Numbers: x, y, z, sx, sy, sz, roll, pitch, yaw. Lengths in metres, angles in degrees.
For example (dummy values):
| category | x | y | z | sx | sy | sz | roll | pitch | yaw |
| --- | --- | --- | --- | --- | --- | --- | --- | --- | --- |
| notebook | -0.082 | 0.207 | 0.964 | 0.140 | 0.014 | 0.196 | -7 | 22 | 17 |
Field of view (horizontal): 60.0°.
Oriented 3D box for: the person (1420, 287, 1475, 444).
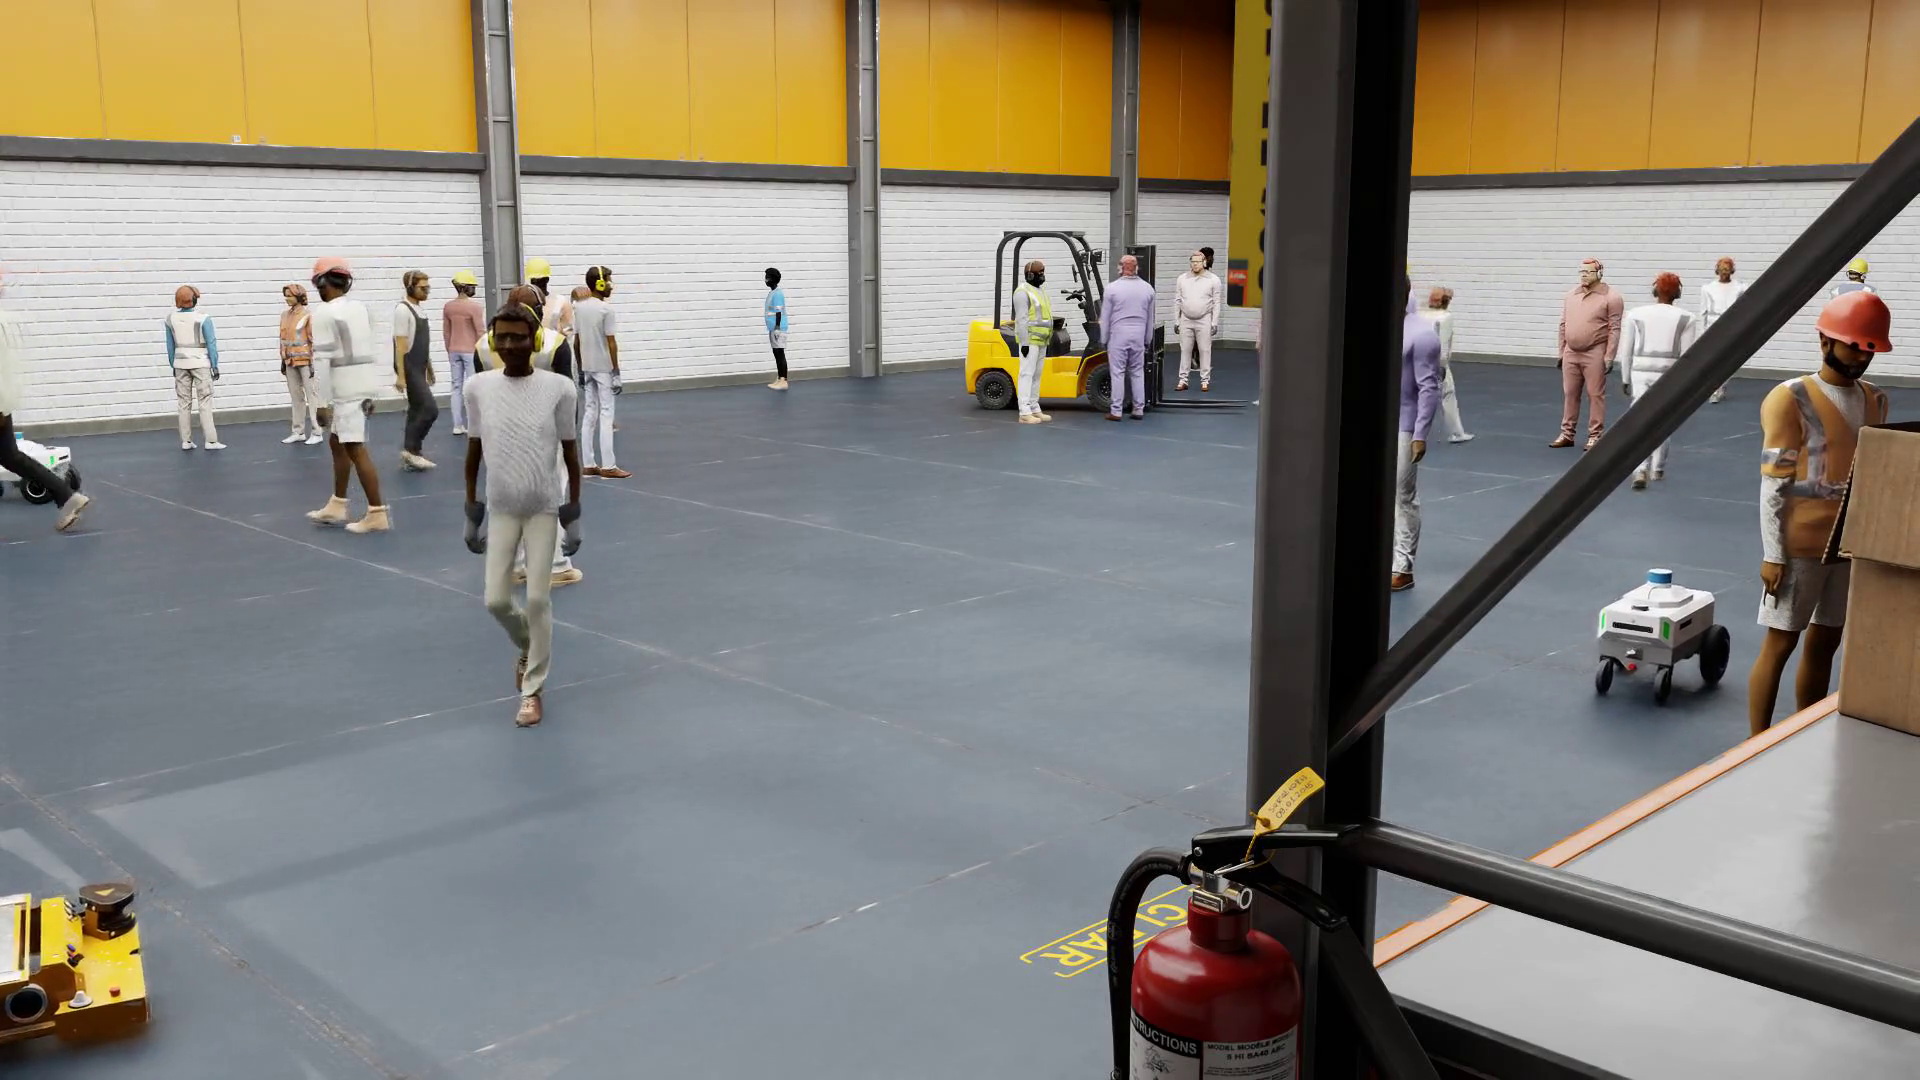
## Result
| category | x | y | z | sx | sy | sz | roll | pitch | yaw |
| --- | --- | --- | --- | --- | --- | --- | --- | --- | --- |
| person | 4.897 | -1.762 | 16.922 | 0.837 | 1.596 | 0.540 | -4 | 11 | -22 |

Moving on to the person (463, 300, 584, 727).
| category | x | y | z | sx | sy | sz | roll | pitch | yaw |
| --- | --- | --- | --- | --- | --- | --- | --- | --- | --- |
| person | -1.927 | -0.128 | 7.345 | 0.542 | 1.856 | 0.529 | -1 | 10 | -3 |

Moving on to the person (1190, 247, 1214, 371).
| category | x | y | z | sx | sy | sz | roll | pitch | yaw |
| --- | --- | --- | --- | --- | --- | --- | --- | --- | --- |
| person | 3.835 | -3.647 | 26.288 | 0.403 | 1.955 | 0.609 | 7 | 13 | 34 |

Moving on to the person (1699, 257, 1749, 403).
| category | x | y | z | sx | sy | sz | roll | pitch | yaw |
| --- | --- | --- | --- | --- | --- | --- | --- | --- | --- |
| person | 9.793 | -2.703 | 21.368 | 0.576 | 1.865 | 0.834 | 4 | 11 | 19 |

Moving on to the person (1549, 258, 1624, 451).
| category | x | y | z | sx | sy | sz | roll | pitch | yaw |
| --- | --- | --- | --- | --- | --- | --- | --- | --- | --- |
| person | 6.223 | -1.842 | 16.555 | 0.408 | 1.909 | 0.638 | -8 | 13 | -38 |

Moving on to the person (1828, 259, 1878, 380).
| category | x | y | z | sx | sy | sz | roll | pitch | yaw |
| --- | --- | --- | --- | --- | --- | --- | --- | --- | --- |
| person | 11.276 | -2.626 | 21.033 | 0.404 | 1.829 | 0.600 | -10 | 14 | -43 |

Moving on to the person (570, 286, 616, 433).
| category | x | y | z | sx | sy | sz | roll | pitch | yaw |
| --- | --- | --- | --- | --- | --- | --- | --- | --- | --- |
| person | -4.019 | -1.906 | 17.776 | 0.504 | 1.587 | 0.844 | 6 | 12 | 30 |

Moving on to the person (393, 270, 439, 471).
| category | x | y | z | sx | sy | sz | roll | pitch | yaw |
| --- | --- | --- | --- | --- | --- | --- | --- | --- | --- |
| person | -4.882 | -1.504 | 14.938 | 0.449 | 1.824 | 0.646 | 0 | 10 | 0 |

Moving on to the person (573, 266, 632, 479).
| category | x | y | z | sx | sy | sz | roll | pitch | yaw |
| --- | --- | --- | --- | --- | --- | --- | --- | --- | --- |
| person | -3.166 | -1.465 | 14.616 | 0.518 | 1.865 | 0.323 | 8 | 13 | 36 |

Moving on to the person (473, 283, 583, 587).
| category | x | y | z | sx | sy | sz | roll | pitch | yaw |
| --- | --- | --- | --- | --- | --- | --- | --- | --- | --- |
| person | -2.607 | -0.629 | 10.119 | 0.625 | 1.843 | 0.430 | 2 | 11 | 11 |

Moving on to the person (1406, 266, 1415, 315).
| category | x | y | z | sx | sy | sz | roll | pitch | yaw |
| --- | --- | --- | --- | --- | --- | --- | --- | --- | --- |
| person | 4.470 | -1.977 | 17.312 | 0.556 | 1.898 | 0.701 | -1 | 10 | -4 |

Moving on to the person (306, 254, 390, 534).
| category | x | y | z | sx | sy | sz | roll | pitch | yaw |
| --- | --- | --- | --- | --- | --- | --- | --- | --- | --- |
| person | -4.469 | -1.045 | 11.985 | 0.843 | 1.988 | 0.688 | 2 | 11 | 13 |

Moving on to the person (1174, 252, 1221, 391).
| category | x | y | z | sx | sy | sz | roll | pitch | yaw |
| --- | --- | --- | --- | --- | --- | --- | --- | --- | --- |
| person | 3.237 | -2.989 | 22.811 | 0.642 | 1.908 | 0.408 | 4 | 11 | 19 |

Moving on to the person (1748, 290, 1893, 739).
| category | x | y | z | sx | sy | sz | roll | pitch | yaw |
| --- | --- | --- | --- | --- | --- | --- | --- | --- | --- |
| person | 3.292 | 0.023 | 6.329 | 0.543 | 1.928 | 0.374 | -4 | 11 | -19 |

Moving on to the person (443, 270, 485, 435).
| category | x | y | z | sx | sy | sz | roll | pitch | yaw |
| --- | --- | --- | --- | --- | --- | --- | --- | --- | --- |
| person | -5.261 | -1.987 | 17.736 | 0.526 | 1.765 | 0.330 | 5 | 11 | 25 |

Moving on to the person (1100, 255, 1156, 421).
| category | x | y | z | sx | sy | sz | roll | pitch | yaw |
| --- | --- | --- | --- | --- | --- | --- | --- | --- | --- |
| person | 1.916 | -2.313 | 19.137 | 0.646 | 1.906 | 0.404 | -4 | 11 | -19 |

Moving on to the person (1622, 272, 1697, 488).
| category | x | y | z | sx | sy | sz | roll | pitch | yaw |
| --- | --- | --- | --- | --- | --- | --- | --- | --- | --- |
| person | 5.939 | -1.366 | 14.191 | 0.573 | 1.834 | 1.019 | 4 | 11 | 23 |

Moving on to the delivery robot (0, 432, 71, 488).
| category | x | y | z | sx | sy | sz | roll | pitch | yaw |
| --- | --- | --- | --- | --- | --- | --- | --- | --- | --- |
| delivery robot | -7.568 | -0.628 | 13.368 | 0.707 | 0.478 | 0.477 | -1 | 10 | -4 |

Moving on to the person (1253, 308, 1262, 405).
| category | x | y | z | sx | sy | sz | roll | pitch | yaw |
| --- | --- | --- | --- | --- | --- | --- | --- | --- | --- |
| person | 3.930 | -2.512 | 20.651 | 0.530 | 1.747 | 0.668 | -5 | 11 | -23 |

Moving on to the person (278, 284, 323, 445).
| category | x | y | z | sx | sy | sz | roll | pitch | yaw |
| --- | --- | --- | --- | --- | --- | --- | --- | --- | --- |
| person | -6.756 | -1.797 | 17.035 | 0.514 | 1.641 | 0.309 | 5 | 12 | 26 |

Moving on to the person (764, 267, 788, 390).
| category | x | y | z | sx | sy | sz | roll | pitch | yaw |
| --- | --- | --- | --- | --- | --- | --- | --- | --- | --- |
| person | -2.552 | -2.927 | 23.068 | 0.321 | 1.690 | 0.536 | -3 | 11 | -17 |

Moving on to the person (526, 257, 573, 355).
| category | x | y | z | sx | sy | sz | roll | pitch | yaw |
| --- | --- | --- | --- | --- | --- | --- | --- | --- | --- |
| person | -3.900 | -1.665 | 15.534 | 0.587 | 1.927 | 0.364 | 1 | 10 | 4 |

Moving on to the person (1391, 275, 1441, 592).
| category | x | y | z | sx | sy | sz | roll | pitch | yaw |
| --- | --- | --- | --- | --- | --- | --- | --- | --- | --- |
| person | 2.588 | -0.658 | 10.010 | 0.376 | 1.940 | 0.629 | -6 | 12 | -32 |

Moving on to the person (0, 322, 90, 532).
| category | x | y | z | sx | sy | sz | roll | pitch | yaw |
| --- | --- | --- | --- | --- | --- | --- | --- | --- | --- |
| person | -6.736 | -0.969 | 11.697 | 0.946 | 1.960 | 0.646 | -5 | 12 | -27 |

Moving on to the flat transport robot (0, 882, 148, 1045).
| category | x | y | z | sx | sy | sz | roll | pitch | yaw |
| --- | --- | --- | --- | --- | --- | --- | --- | --- | --- |
| flat transport robot | -2.951 | 1.210 | 4.374 | 1.431 | 0.197 | 0.652 | -6 | 12 | -28 |

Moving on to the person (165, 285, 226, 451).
| category | x | y | z | sx | sy | sz | roll | pitch | yaw |
| --- | --- | --- | --- | --- | --- | --- | --- | --- | --- |
| person | -7.603 | -1.700 | 16.502 | 0.514 | 1.644 | 0.307 | 1 | 10 | 6 |

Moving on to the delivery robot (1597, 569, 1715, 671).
| category | x | y | z | sx | sy | sz | roll | pitch | yaw |
| --- | --- | --- | --- | --- | --- | --- | --- | --- | --- |
| delivery robot | 3.297 | 0.381 | 7.867 | 0.477 | 0.478 | 0.707 | 9 | 14 | 39 |

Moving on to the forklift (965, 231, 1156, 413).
| category | x | y | z | sx | sy | sz | roll | pitch | yaw |
| --- | --- | --- | --- | --- | --- | --- | --- | --- | --- |
| forklift | 1.222 | -2.721 | 20.561 | 2.313 | 2.155 | 1.214 | 2 | 11 | 13 |

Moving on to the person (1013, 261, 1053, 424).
| category | x | y | z | sx | sy | sz | roll | pitch | yaw |
| --- | --- | --- | --- | --- | --- | --- | --- | --- | --- |
| person | 0.849 | -2.256 | 18.989 | 0.429 | 1.844 | 0.627 | 5 | 11 | 25 |
